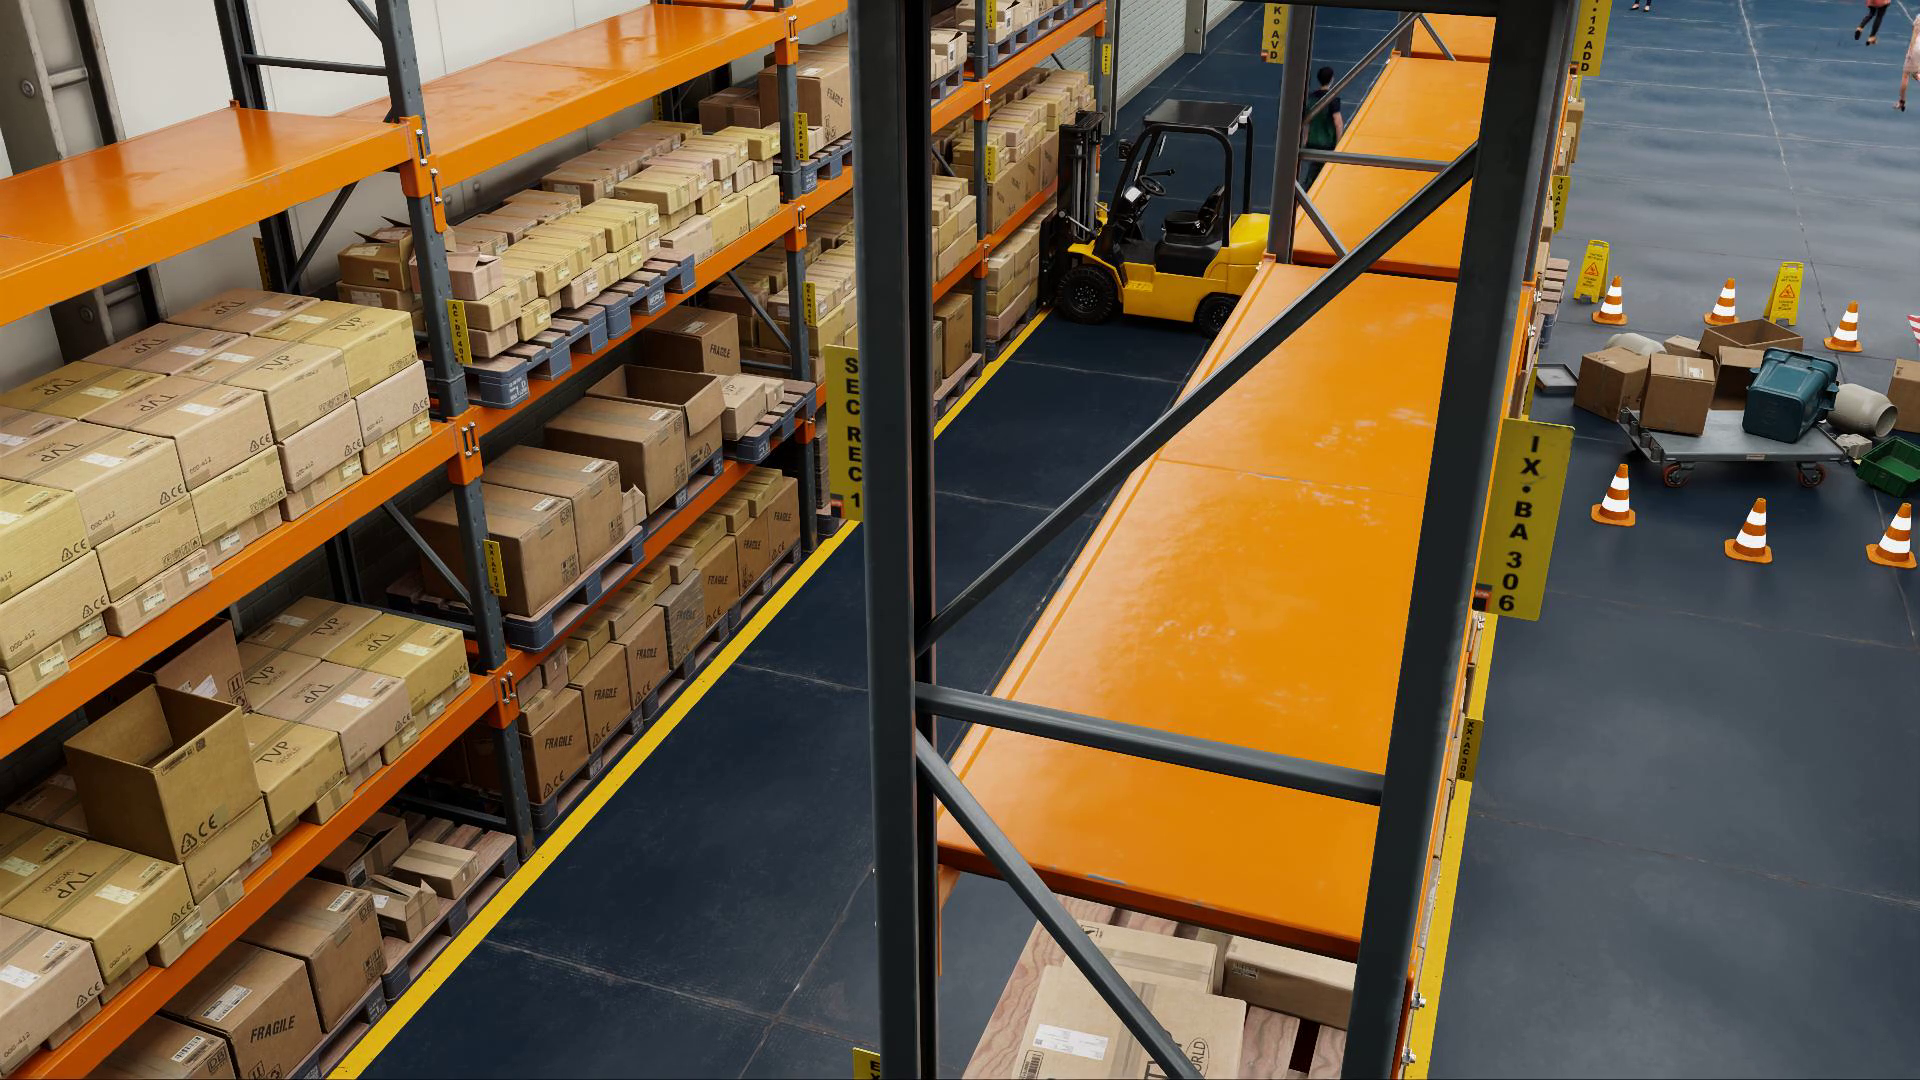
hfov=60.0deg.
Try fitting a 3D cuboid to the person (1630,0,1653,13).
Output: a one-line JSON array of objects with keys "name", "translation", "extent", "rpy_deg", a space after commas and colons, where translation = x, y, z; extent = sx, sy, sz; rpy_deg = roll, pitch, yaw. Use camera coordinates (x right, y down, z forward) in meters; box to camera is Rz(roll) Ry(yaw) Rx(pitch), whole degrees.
[{"name": "person", "translation": [13.430, -11.195, 32.360], "extent": [0.653, 1.720, 0.628], "rpy_deg": [23, 35, 36]}]

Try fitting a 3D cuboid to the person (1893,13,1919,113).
[{"name": "person", "translation": [14.468, -7.308, 24.958], "extent": [0.841, 1.816, 0.961], "rpy_deg": [-6, 29, -11]}]

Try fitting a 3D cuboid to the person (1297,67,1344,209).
[{"name": "person", "translation": [4.268, -4.686, 19.991], "extent": [1.285, 1.858, 1.205], "rpy_deg": [-13, 31, -22]}]

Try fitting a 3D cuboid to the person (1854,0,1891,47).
[{"name": "person", "translation": [16.189, -9.596, 29.386], "extent": [0.891, 1.692, 0.839], "rpy_deg": [-10, 30, -18]}]
